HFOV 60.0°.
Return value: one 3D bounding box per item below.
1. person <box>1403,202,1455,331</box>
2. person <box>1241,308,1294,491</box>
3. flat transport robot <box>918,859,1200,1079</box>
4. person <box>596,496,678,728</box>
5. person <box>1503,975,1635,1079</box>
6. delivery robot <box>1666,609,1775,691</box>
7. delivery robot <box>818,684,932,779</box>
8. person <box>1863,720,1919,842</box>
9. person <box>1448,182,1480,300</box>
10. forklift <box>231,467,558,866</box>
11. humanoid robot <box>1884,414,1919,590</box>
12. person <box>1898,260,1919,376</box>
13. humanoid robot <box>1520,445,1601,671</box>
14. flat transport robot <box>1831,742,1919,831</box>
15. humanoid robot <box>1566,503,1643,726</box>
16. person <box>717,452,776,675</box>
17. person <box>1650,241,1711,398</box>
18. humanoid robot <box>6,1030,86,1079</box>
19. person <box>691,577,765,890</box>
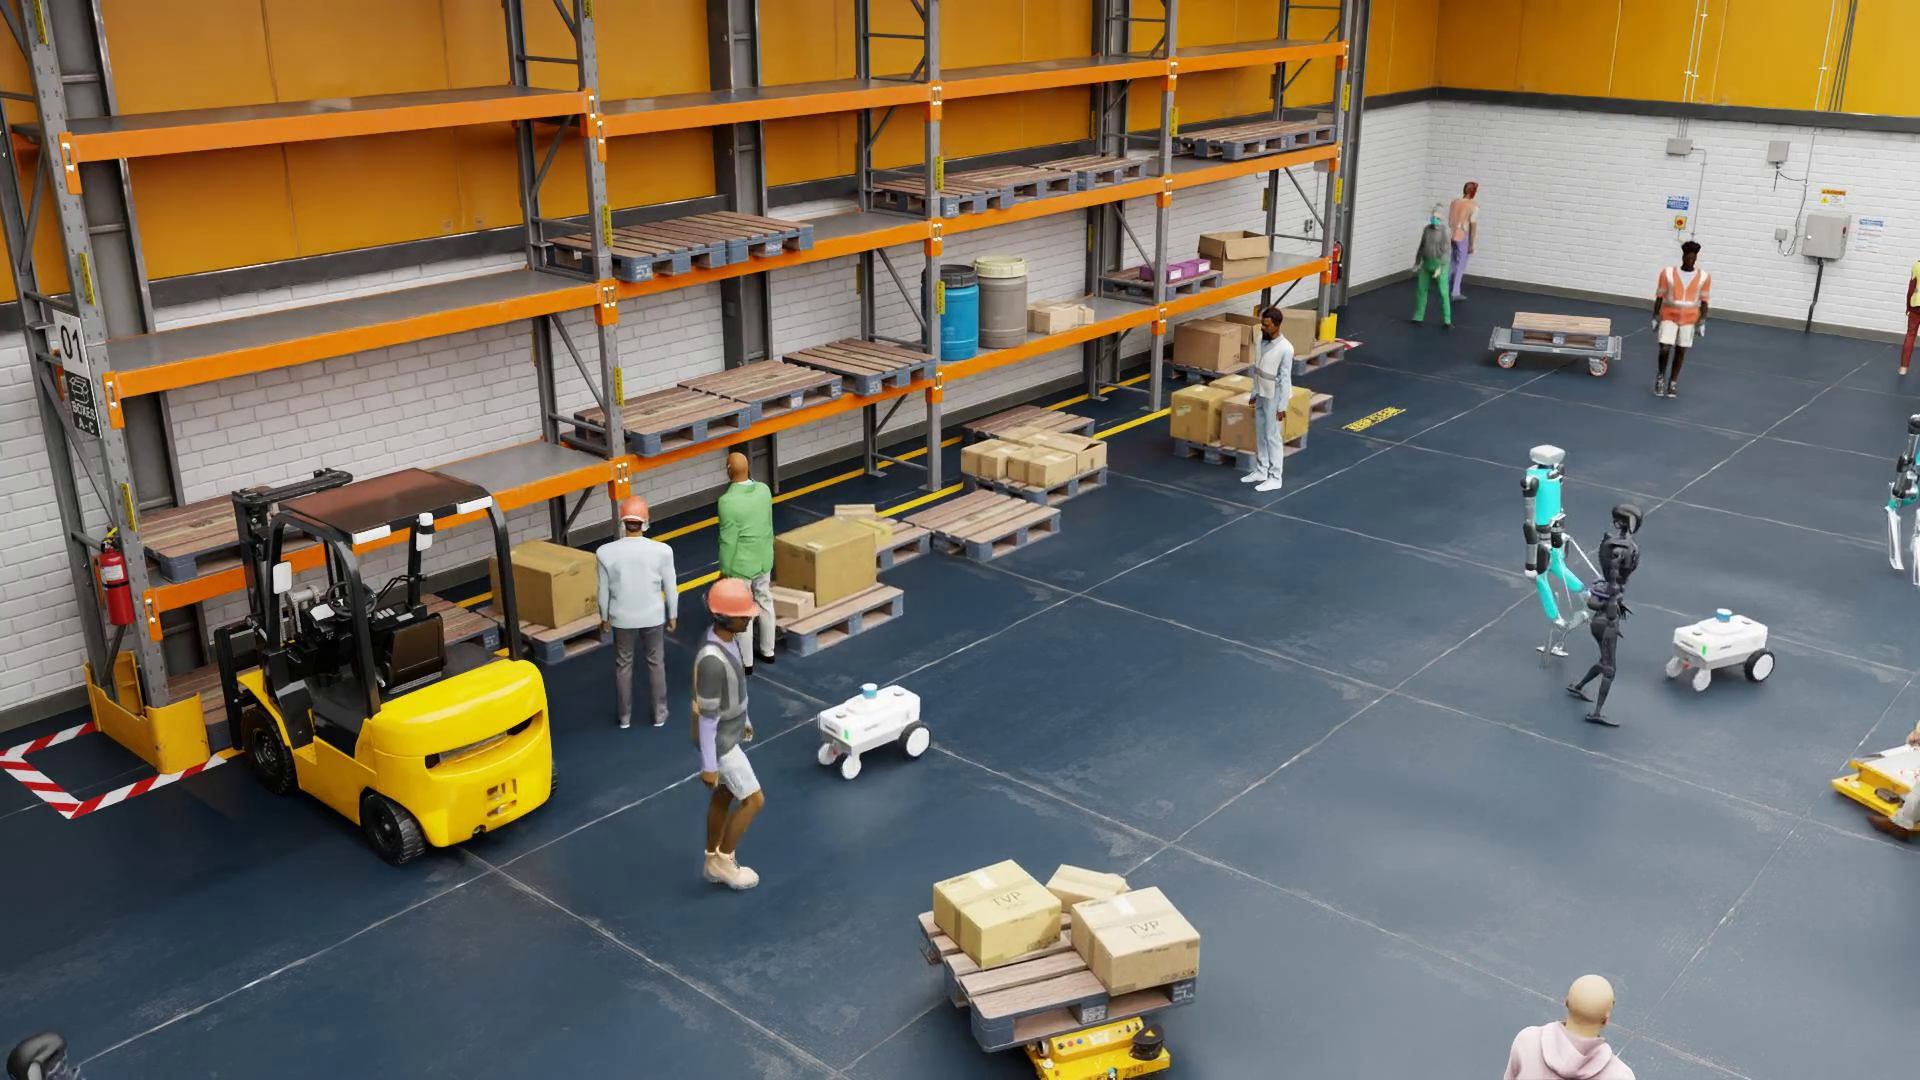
[{"bbox_3d":[6.868,-3.981,24.096,0.370,1.832,0.856,-14,25,-34],"label":"person"},{"bbox_3d":[3.205,-1.459,17.141,0.388,1.910,0.592,-7,21,-18],"label":"person"},{"bbox_3d":[0.506,2.430,8.967,0.659,0.231,1.431,-8,22,-20],"label":"flat transport robot"},{"bbox_3d":[-2.322,0.521,12.011,0.575,1.738,0.351,-3,21,-9],"label":"person"},{"bbox_3d":[2.363,2.508,6.586,0.537,1.774,0.415,14,25,34],"label":"person"},{"bbox_3d":[5.892,0.820,12.895,0.767,0.579,0.499,-9,22,-23],"label":"delivery robot"},{"bbox_3d":[-0.615,1.293,11.637,0.795,0.596,0.499,-17,26,-39],"label":"delivery robot"},{"bbox_3d":[6.092,1.123,10.241,0.568,1.839,0.873,-19,27,-41],"label":"person"},{"bbox_3d":[7.798,-4.658,25.919,0.409,1.833,0.585,-9,22,-23],"label":"person"},{"bbox_3d":[-3.730,0.710,10.856,2.313,2.155,1.214,17,26,38],"label":"forklift"},{"bbox_3d":[8.485,-0.465,14.694,0.542,1.765,0.907,5,21,13],"label":"humanoid robot"},{"bbox_3d":[12.473,-2.991,21.492,0.466,1.768,0.369,13,24,32],"label":"person"},{"bbox_3d":[4.707,0.228,12.958,0.759,1.880,0.542,19,28,41],"label":"humanoid robot"},{"bbox_3d":[6.662,1.608,11.195,1.431,0.231,0.659,-9,22,-22],"label":"flat transport robot"},{"bbox_3d":[4.740,0.501,12.189,0.427,1.643,0.593,10,22,24],"label":"humanoid robot"},{"bbox_3d":[-1.660,0.179,12.884,0.386,1.782,0.539,16,26,37],"label":"person"},{"bbox_3d":[8.836,-2.688,20.399,0.631,1.951,0.520,5,21,12],"label":"person"},{"bbox_3d":[-3.371,2.581,6.550,0.609,1.642,0.595,6,21,17],"label":"humanoid robot"},{"bbox_3d":[-1.364,1.166,9.865,0.510,2.019,0.643,-1,20,-4],"label":"person"}]
